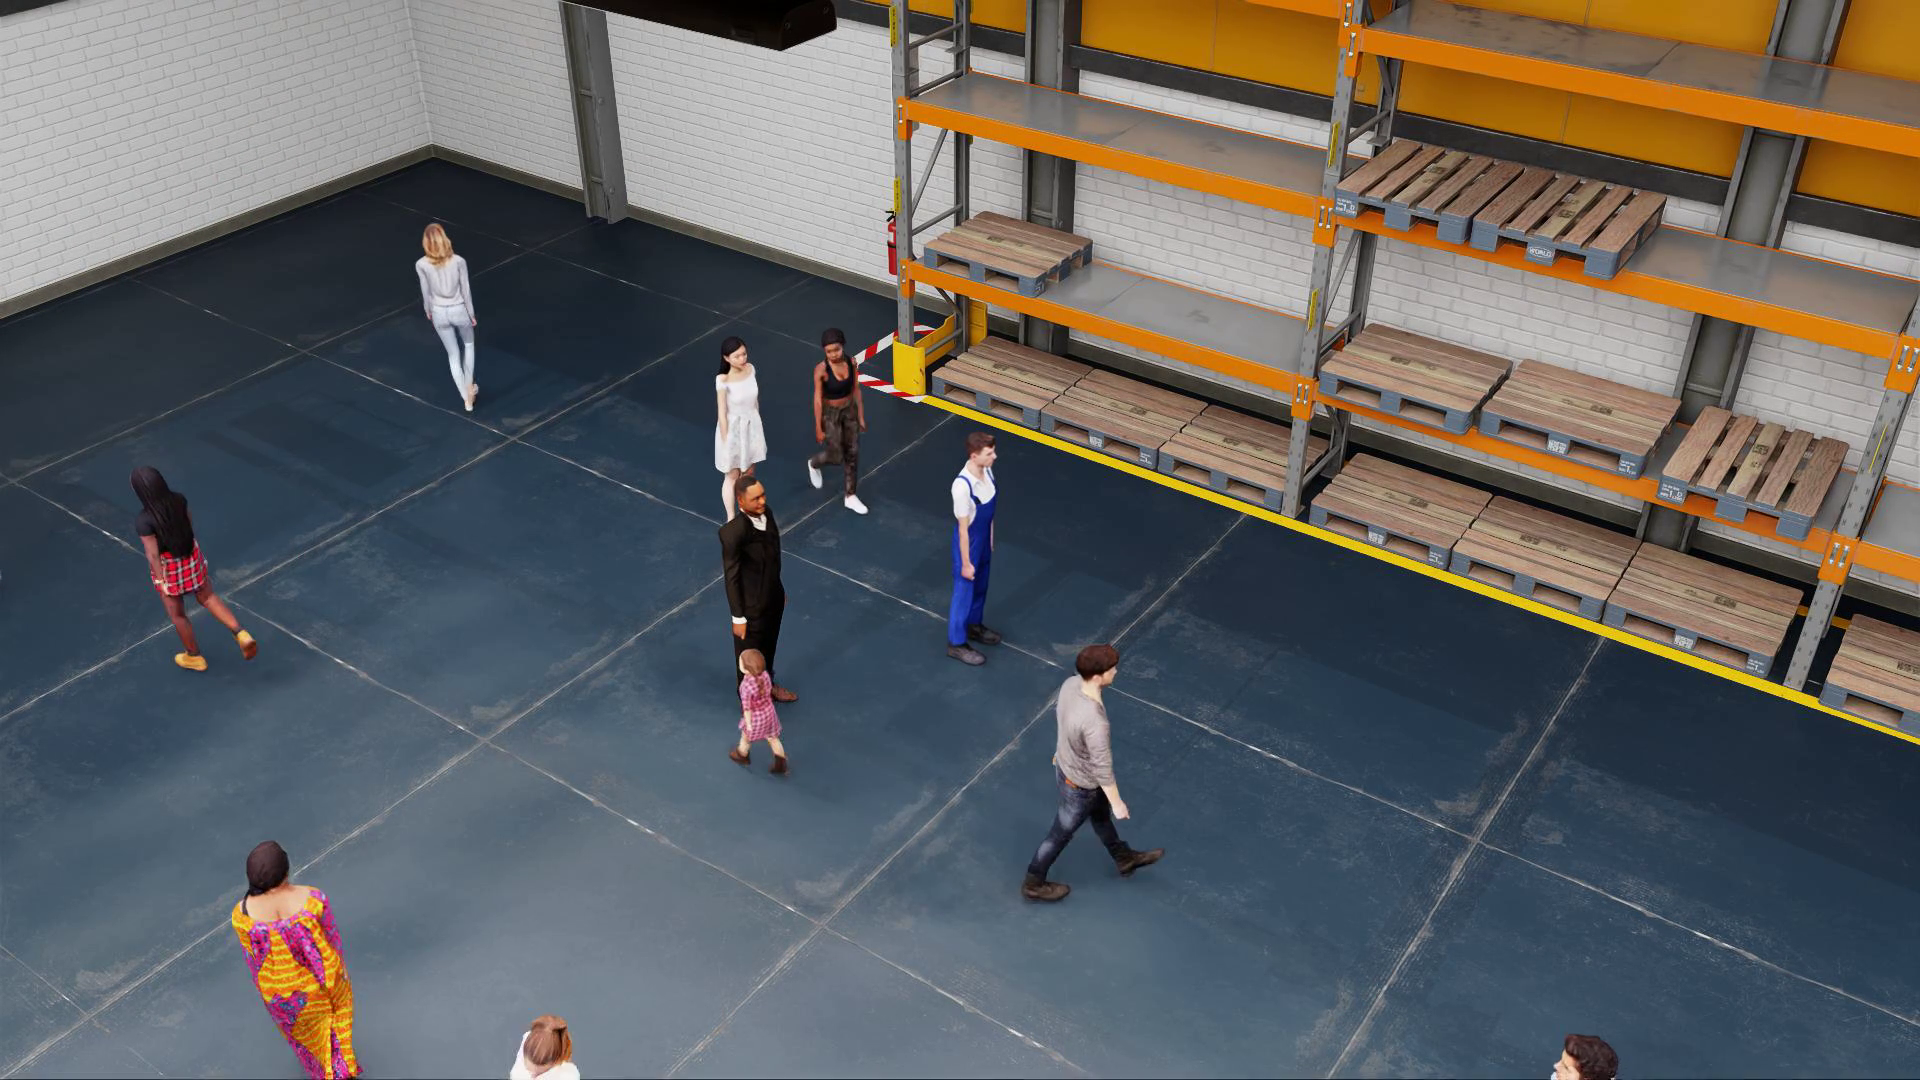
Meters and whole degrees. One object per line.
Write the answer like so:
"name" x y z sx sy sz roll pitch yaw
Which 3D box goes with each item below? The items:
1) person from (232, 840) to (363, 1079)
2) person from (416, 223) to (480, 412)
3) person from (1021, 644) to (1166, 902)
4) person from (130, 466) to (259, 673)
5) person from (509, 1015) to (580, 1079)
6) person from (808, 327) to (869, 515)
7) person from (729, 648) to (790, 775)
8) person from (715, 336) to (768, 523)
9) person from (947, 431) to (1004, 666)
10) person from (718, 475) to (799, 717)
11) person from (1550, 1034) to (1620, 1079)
"person" -3.473 2.281 8.721 0.885 1.657 0.981 -12 35 -18
"person" -4.595 -1.968 15.002 0.756 1.781 0.816 -5 34 -8
"person" 0.616 1.426 9.821 1.261 1.864 1.176 -5 34 -7
"person" -5.438 0.235 11.753 0.974 1.708 0.713 14 36 19
"person" -1.910 2.757 7.960 0.889 1.708 0.710 -8 34 -11
"person" -1.052 -1.015 13.658 0.737 1.680 0.952 -28 43 -35
"person" -1.305 1.140 11.015 0.694 1.018 0.434 23 40 30
"person" -1.751 -0.822 13.285 0.652 1.773 0.664 25 41 32
"person" 0.088 0.023 11.947 0.585 1.847 0.638 17 37 24
"person" -1.397 0.388 11.346 0.652 1.904 0.728 16 37 22
"person" 2.776 2.950 7.495 1.261 1.900 1.101 0 34 0
